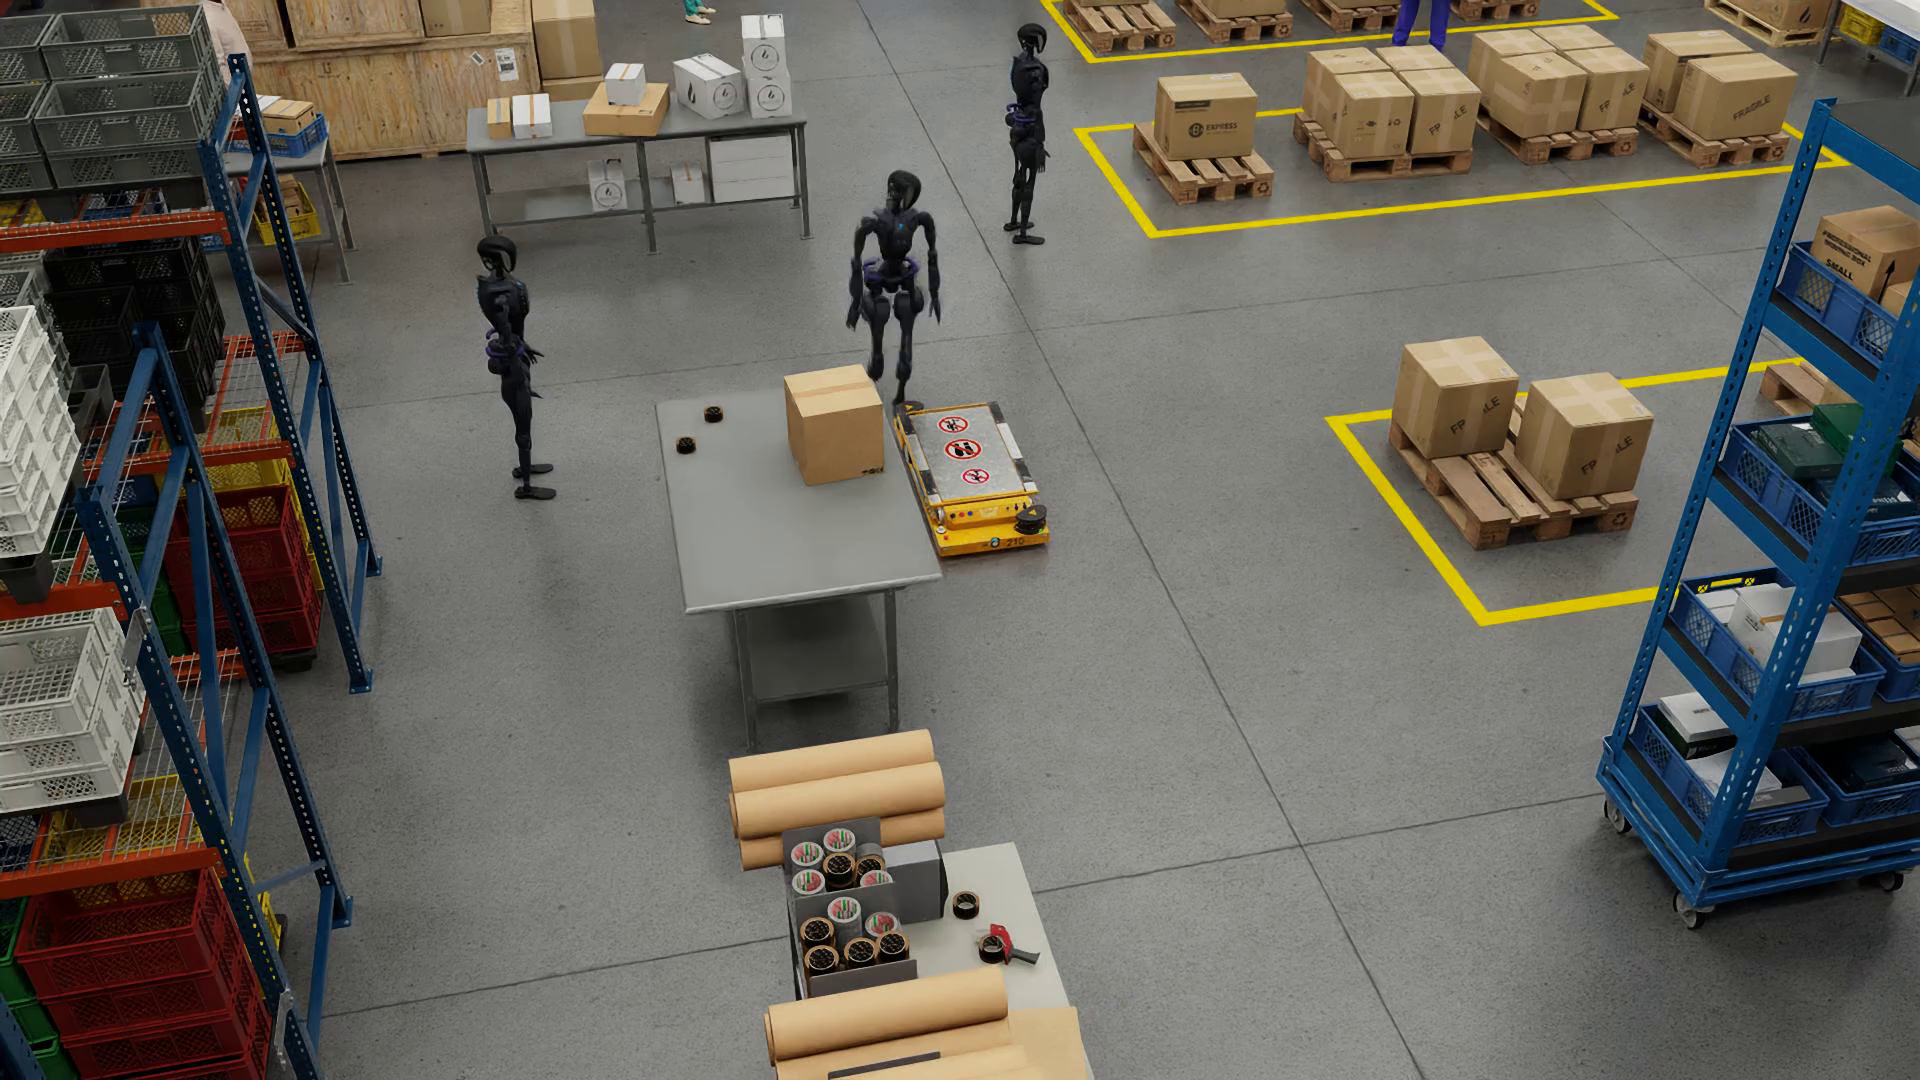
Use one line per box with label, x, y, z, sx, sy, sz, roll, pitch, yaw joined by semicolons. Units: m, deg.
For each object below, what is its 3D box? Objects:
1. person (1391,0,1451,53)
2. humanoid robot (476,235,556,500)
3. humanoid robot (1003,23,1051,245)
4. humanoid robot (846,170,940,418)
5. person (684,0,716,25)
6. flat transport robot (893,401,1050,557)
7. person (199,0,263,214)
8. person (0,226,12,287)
person;4.380;-5.405;15.335;0.680;2.000;0.537;16;40;21
humanoid robot;-2.594;-1.026;9.741;0.313;1.657;0.614;-8;37;-10
humanoid robot;0.515;-3.055;12.468;0.313;1.657;0.614;-8;37;-10
humanoid robot;-0.424;-1.524;10.438;0.608;1.631;0.392;-12;38;-16
person;-2.622;-6.011;16.376;0.326;1.768;0.524;3;37;5
flat transport robot;0.046;-0.430;10.108;0.652;0.197;1.431;-8;37;-10
person;-5.571;-3.492;12.801;0.387;1.992;0.623;-8;37;-10
person;-5.988;-1.585;10.295;0.372;1.925;0.593;-8;37;-10
